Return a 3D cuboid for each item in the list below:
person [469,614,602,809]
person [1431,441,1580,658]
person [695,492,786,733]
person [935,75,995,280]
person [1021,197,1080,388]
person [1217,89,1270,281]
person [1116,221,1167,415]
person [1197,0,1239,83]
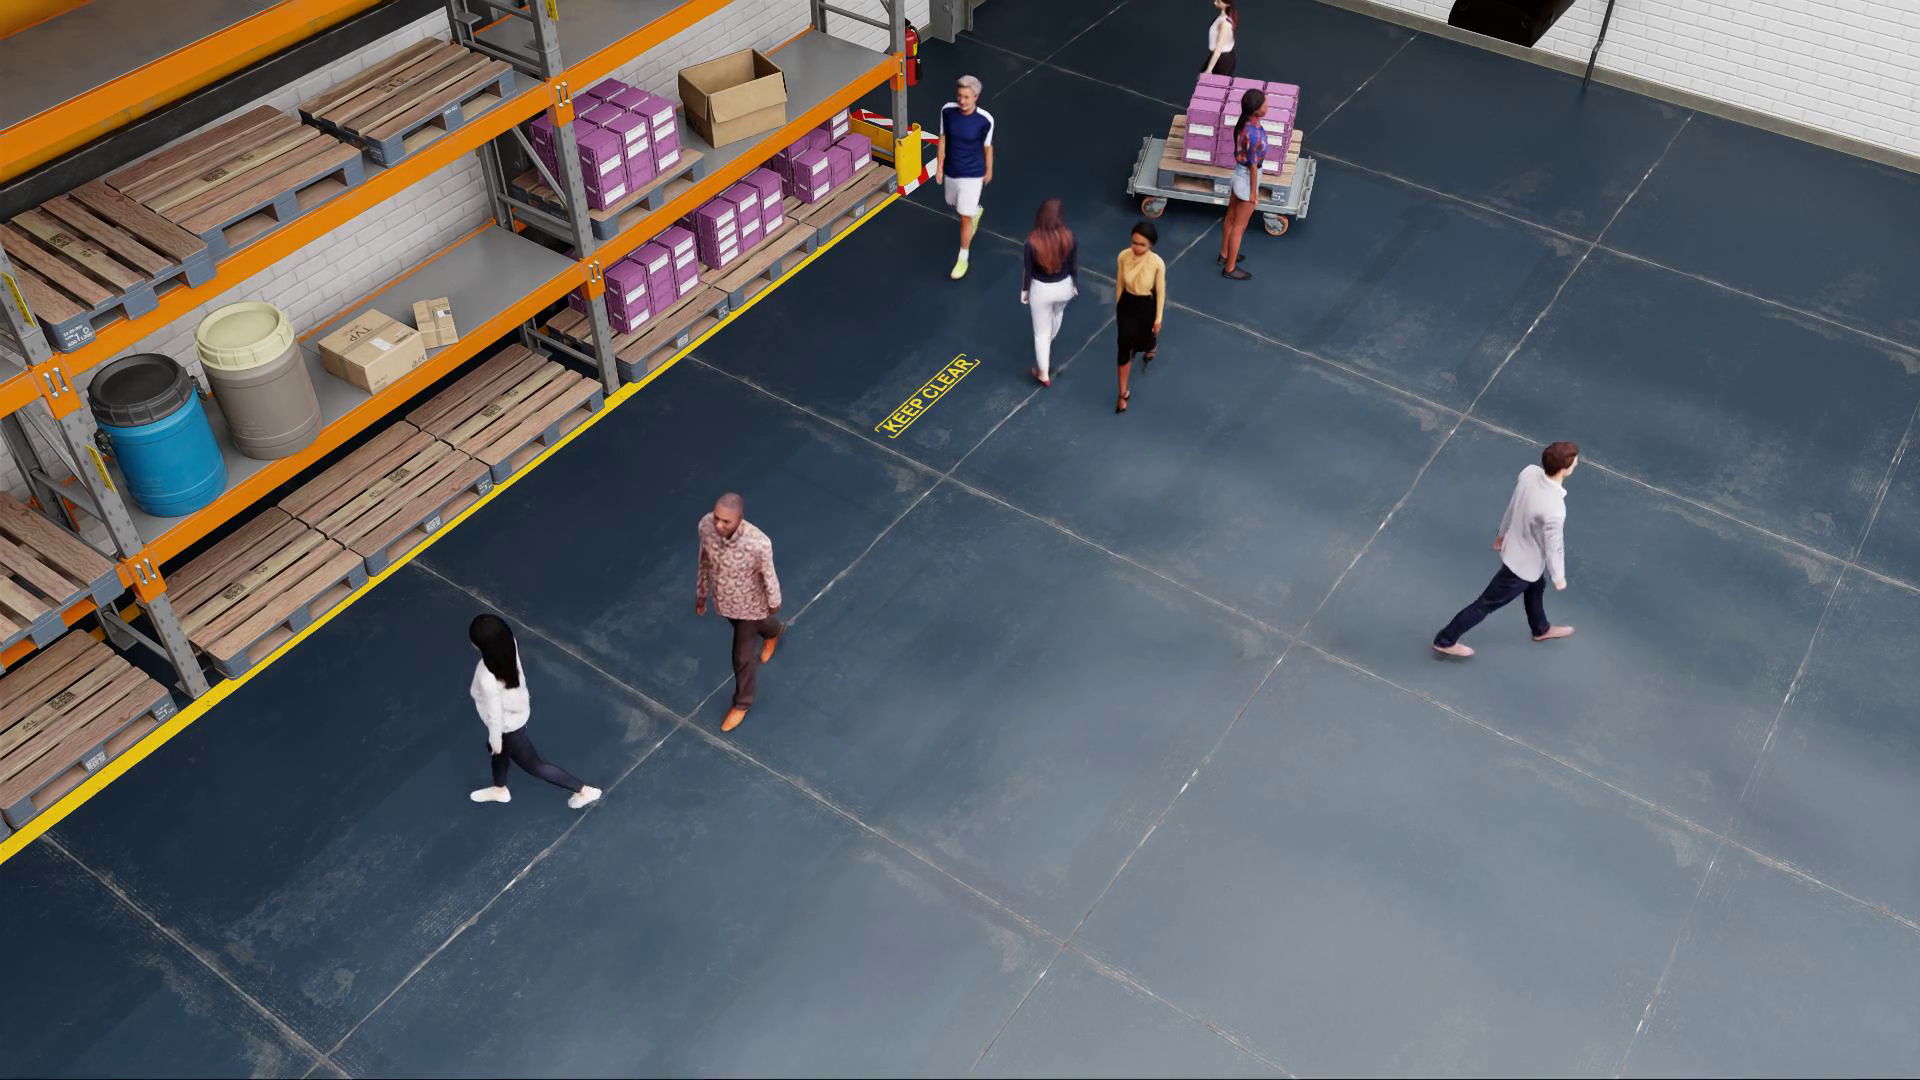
[{"bbox_3d":[-2.619,1.087,9.980,1.074,1.665,1.100,-1,44,-1],"label":"person"},{"bbox_3d":[3.594,0.130,10.892,1.208,1.794,1.268,0,44,0],"label":"person"},{"bbox_3d":[-1.373,0.304,10.707,0.689,1.797,1.138,24,48,23],"label":"person"},{"bbox_3d":[0.061,-3.231,14.411,0.770,1.806,1.189,18,47,18],"label":"person"},{"bbox_3d":[0.745,-1.954,13.235,0.934,1.578,0.988,-10,44,-10],"label":"person"},{"bbox_3d":[2.442,-3.067,14.284,0.728,1.744,0.650,-4,44,-4],"label":"person"},{"bbox_3d":[1.442,-1.822,13.072,0.744,1.614,1.106,15,46,15],"label":"person"},{"bbox_3d":[2.582,-4.525,15.899,0.751,1.627,0.687,4,44,4],"label":"person"}]
